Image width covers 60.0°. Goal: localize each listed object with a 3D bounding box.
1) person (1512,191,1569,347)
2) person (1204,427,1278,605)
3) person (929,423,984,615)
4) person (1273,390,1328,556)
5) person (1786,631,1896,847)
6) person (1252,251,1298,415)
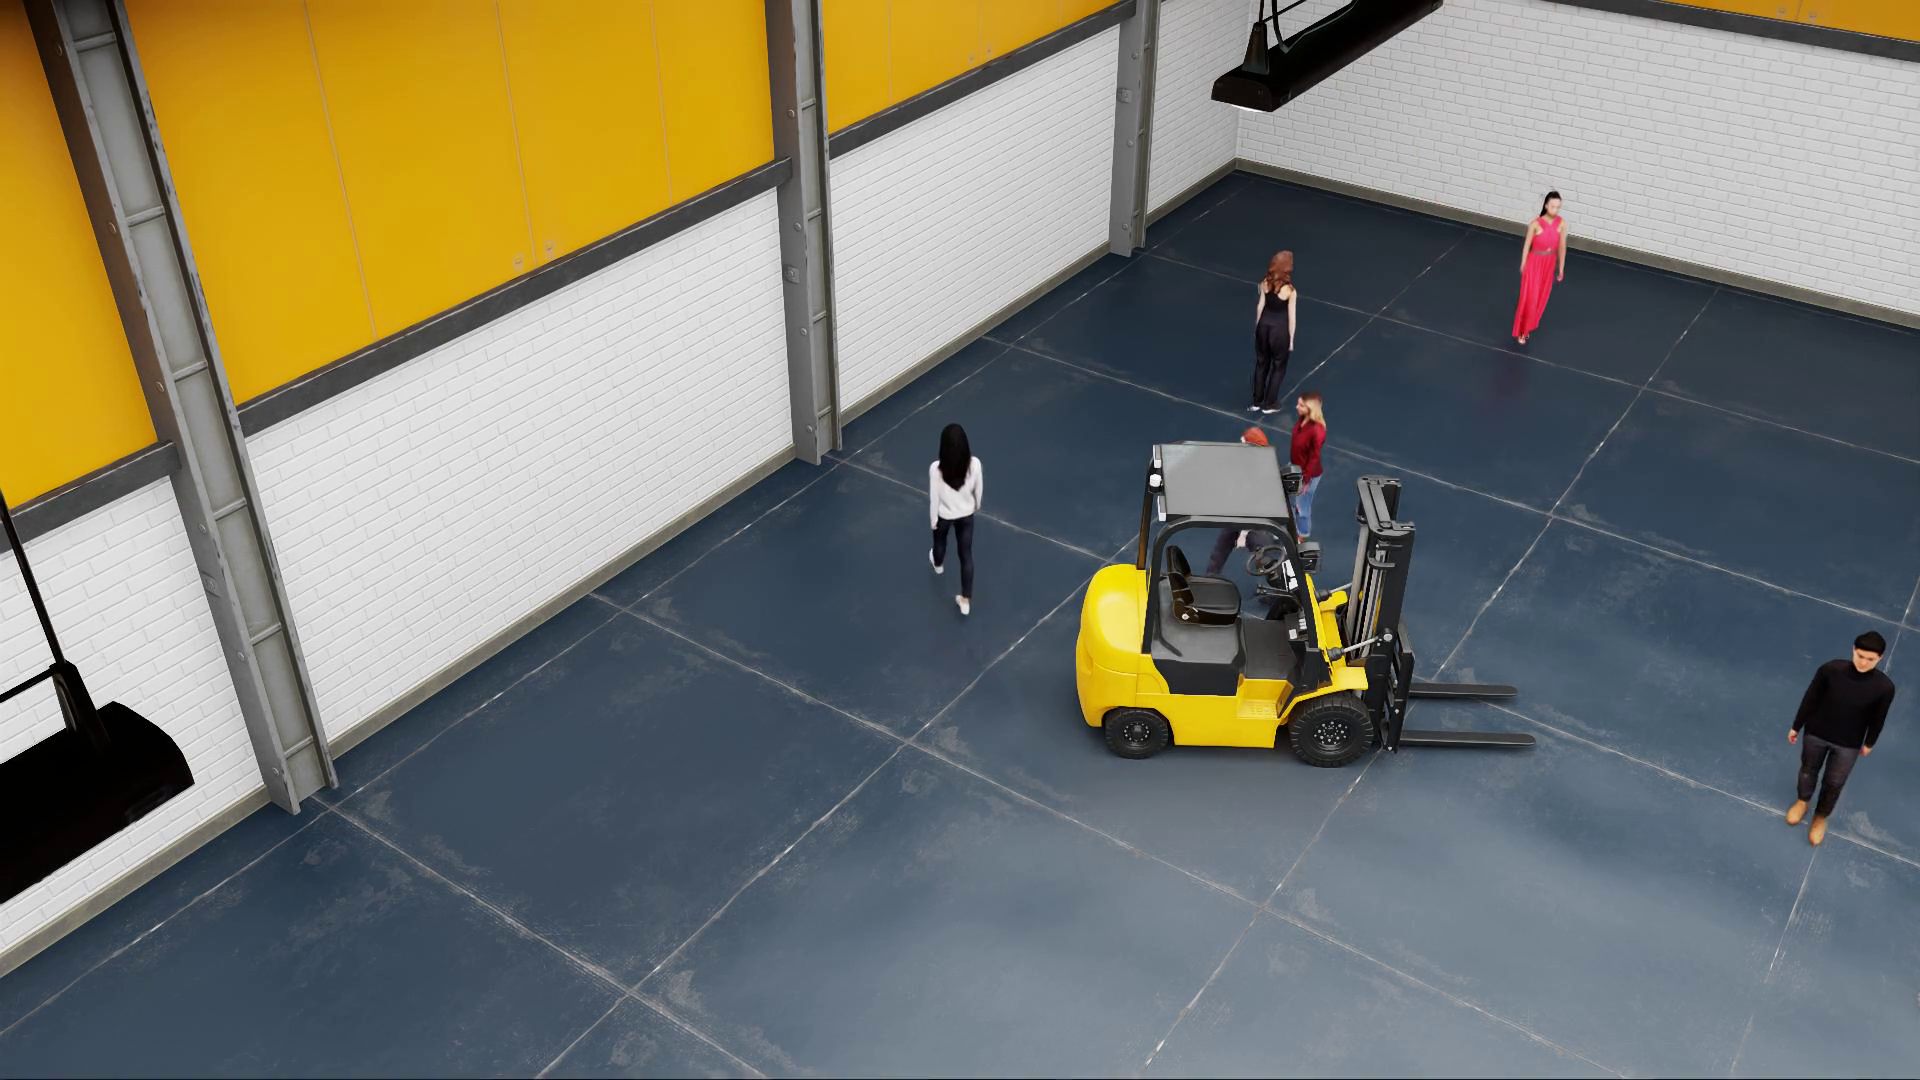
[{"bbox_3d":[6.238,-2.969,17.976,0.834,1.712,0.904,-3,34,-4],"label":"person"},{"bbox_3d":[2.427,-0.126,13.687,1.207,1.726,1.116,-7,34,-10],"label":"person"},{"bbox_3d":[-0.014,-0.147,13.784,1.107,1.653,1.122,-8,35,-13],"label":"person"},{"bbox_3d":[3.059,-0.594,14.484,0.762,1.623,0.715,-9,35,-13],"label":"person"},{"bbox_3d":[6.109,1.289,11.570,0.691,1.712,0.664,27,42,34],"label":"person"},{"bbox_3d":[3.101,-2.069,16.593,0.612,1.744,0.530,19,38,26],"label":"person"}]
